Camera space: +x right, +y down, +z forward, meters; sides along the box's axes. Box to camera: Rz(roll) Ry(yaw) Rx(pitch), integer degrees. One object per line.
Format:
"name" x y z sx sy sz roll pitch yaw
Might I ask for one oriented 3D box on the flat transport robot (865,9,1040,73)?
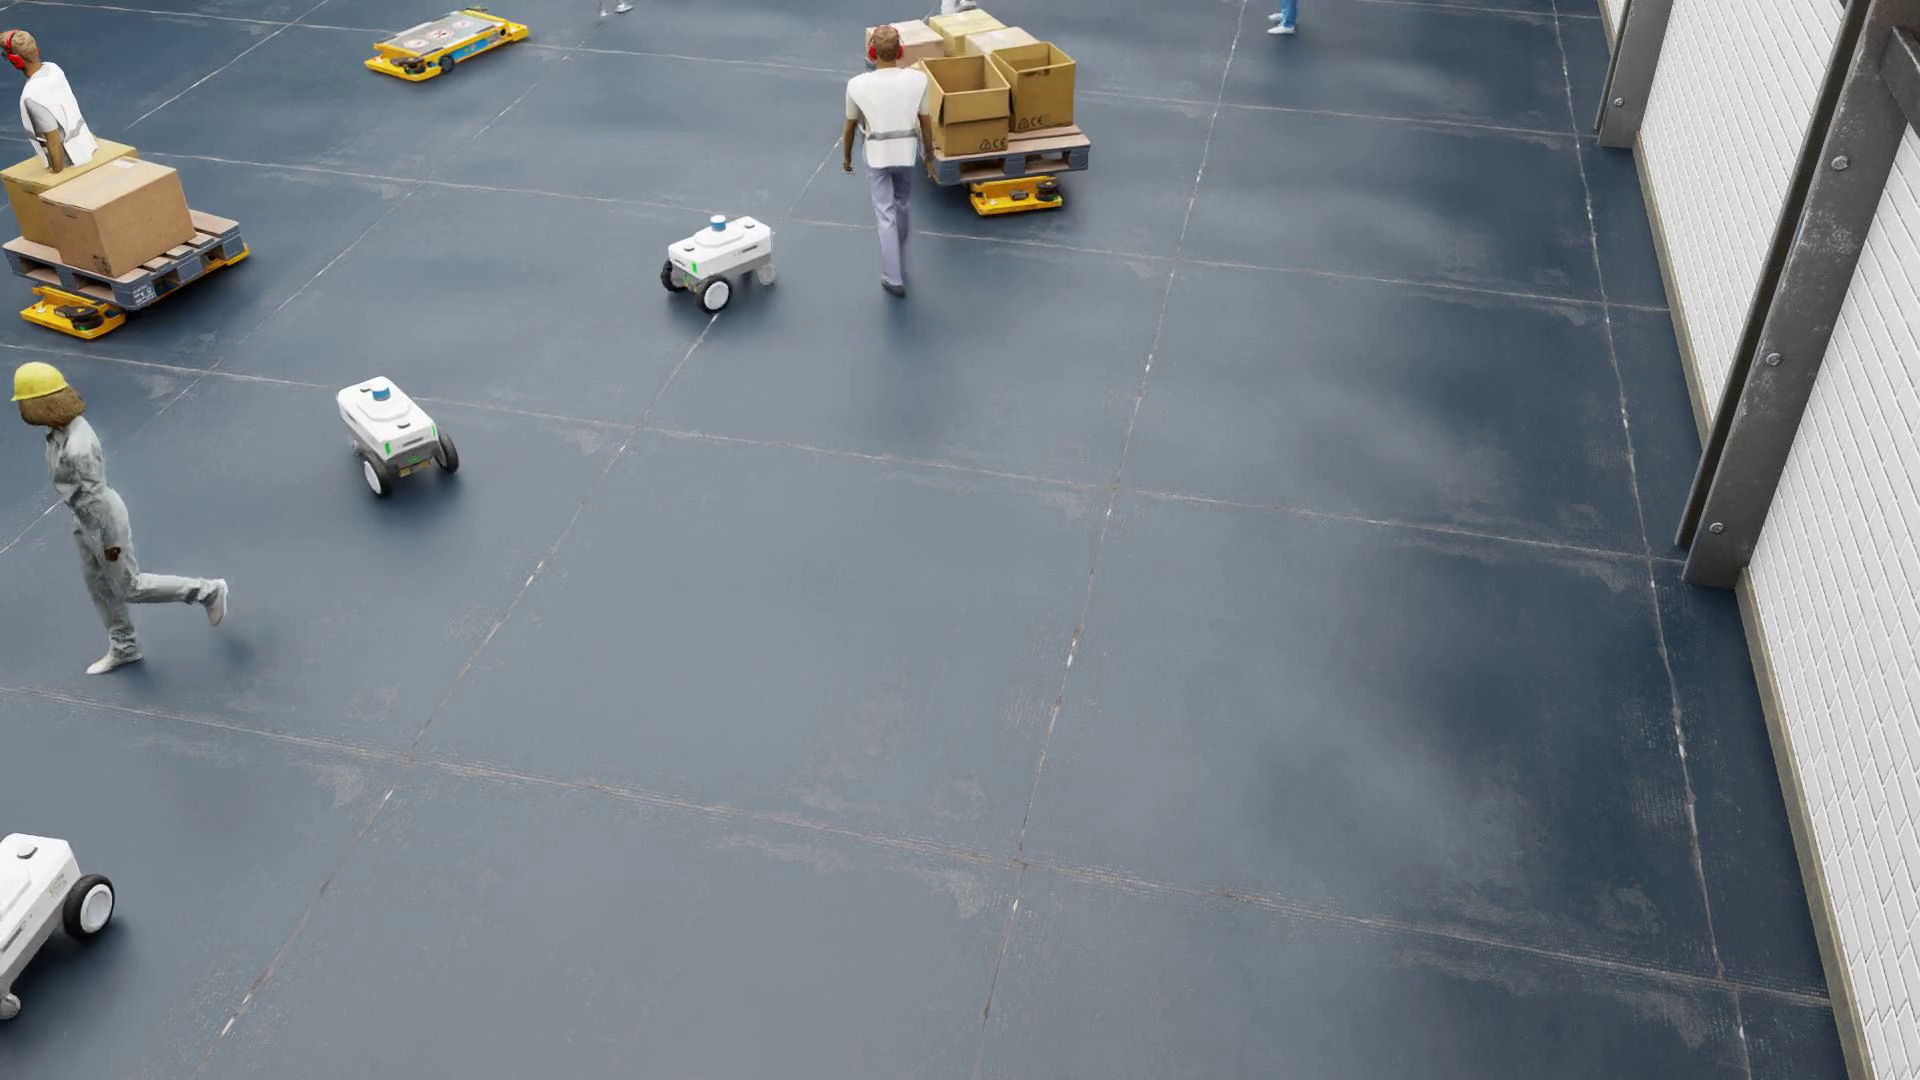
"flat transport robot" -0.055 -3.756 14.245 0.659 0.231 1.431 -16 40 -21

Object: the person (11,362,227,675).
"person" -4.170 -0.127 8.191 0.674 1.707 0.500 -26 44 -30

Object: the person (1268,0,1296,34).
"person" 3.054 -5.523 15.425 0.354 1.681 0.574 10 38 13

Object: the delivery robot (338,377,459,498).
"delivery robot" -3.369 -0.651 9.849 0.499 0.593 0.789 -27 44 -31

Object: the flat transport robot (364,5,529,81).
"flat transport robot" -4.736 -4.594 15.367 0.659 0.231 1.431 20 41 25

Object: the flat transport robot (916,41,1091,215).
"flat transport robot" 0.282 -2.980 13.206 0.659 0.231 1.431 -9 38 -12

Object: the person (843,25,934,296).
"person" -0.513 -2.666 11.496 0.575 1.797 0.905 -10 38 -13

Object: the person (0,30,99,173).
"person" -6.090 -2.576 11.355 0.393 1.839 0.563 -7 37 -9

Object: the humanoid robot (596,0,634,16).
"humanoid robot" -3.466 -5.838 15.818 0.537 1.798 0.717 -7 37 -9

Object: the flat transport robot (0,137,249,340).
"flat transport robot" -5.796 -1.860 11.708 0.659 0.231 1.431 17 40 21

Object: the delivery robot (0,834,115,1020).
"delivery robot" -3.964 1.568 6.881 0.529 0.594 0.766 6 37 8

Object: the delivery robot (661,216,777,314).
"delivery robot" -1.680 -1.957 11.614 0.815 0.612 0.499 -29 46 -33

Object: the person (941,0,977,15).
"person" -0.005 -5.791 15.648 0.606 1.858 0.393 -27 45 -32
